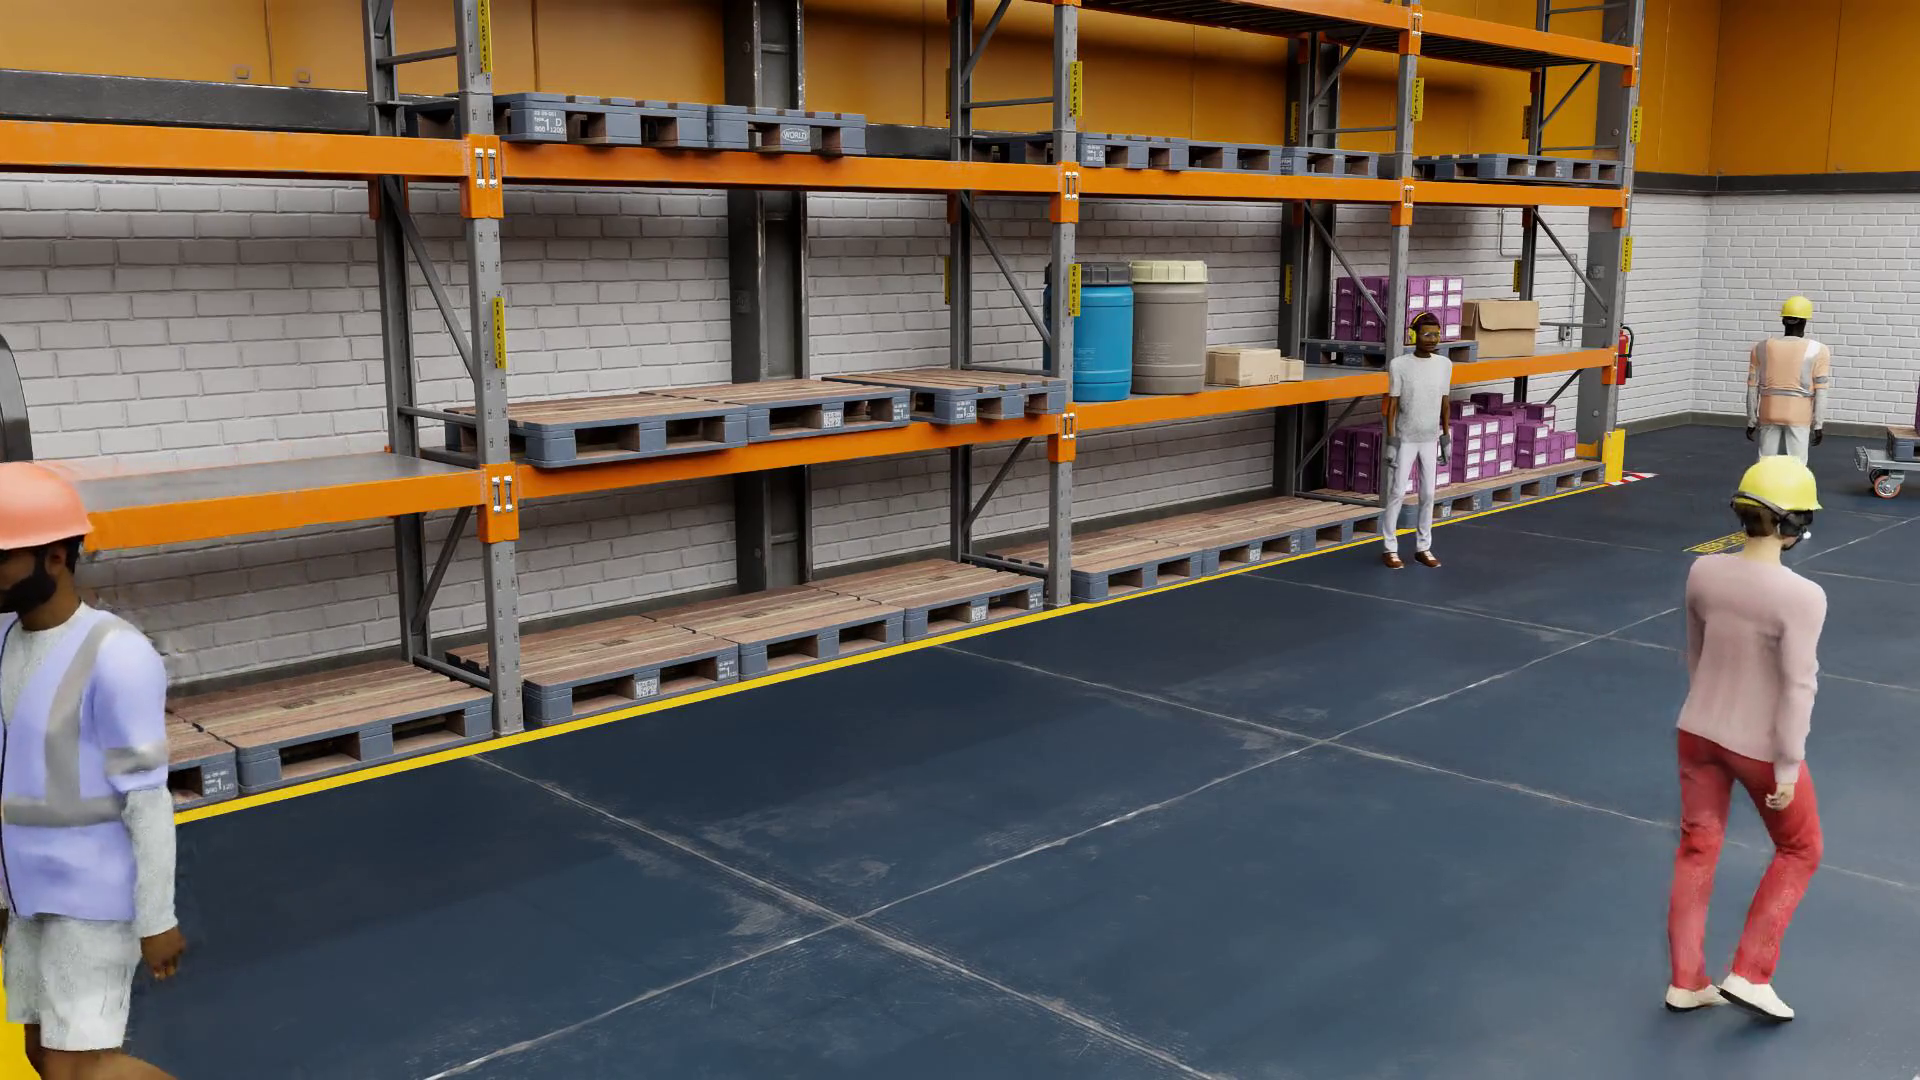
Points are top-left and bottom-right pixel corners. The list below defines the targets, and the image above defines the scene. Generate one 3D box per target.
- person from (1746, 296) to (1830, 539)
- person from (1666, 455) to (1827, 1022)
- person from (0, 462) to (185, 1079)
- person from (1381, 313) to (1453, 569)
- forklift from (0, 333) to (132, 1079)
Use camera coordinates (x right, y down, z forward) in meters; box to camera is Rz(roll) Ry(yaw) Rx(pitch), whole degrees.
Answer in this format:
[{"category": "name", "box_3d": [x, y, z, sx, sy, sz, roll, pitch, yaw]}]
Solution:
[{"category": "person", "box_3d": [6.554, -0.963, 13.205, 0.589, 1.928, 0.384, 9, 14, 41]}, {"category": "person", "box_3d": [2.402, 0.615, 5.077, 0.455, 1.752, 0.525, -5, 11, -25]}, {"category": "person", "box_3d": [-1.973, 0.766, 3.771, 0.549, 1.921, 0.497, 6, 12, 31]}, {"category": "person", "box_3d": [3.311, -0.712, 12.037, 0.505, 1.860, 0.320, -2, 11, -11]}, {"category": "forklift", "box_3d": [-3.289, 0.485, 4.582, 1.214, 2.155, 2.313, -10, 14, -44]}]
